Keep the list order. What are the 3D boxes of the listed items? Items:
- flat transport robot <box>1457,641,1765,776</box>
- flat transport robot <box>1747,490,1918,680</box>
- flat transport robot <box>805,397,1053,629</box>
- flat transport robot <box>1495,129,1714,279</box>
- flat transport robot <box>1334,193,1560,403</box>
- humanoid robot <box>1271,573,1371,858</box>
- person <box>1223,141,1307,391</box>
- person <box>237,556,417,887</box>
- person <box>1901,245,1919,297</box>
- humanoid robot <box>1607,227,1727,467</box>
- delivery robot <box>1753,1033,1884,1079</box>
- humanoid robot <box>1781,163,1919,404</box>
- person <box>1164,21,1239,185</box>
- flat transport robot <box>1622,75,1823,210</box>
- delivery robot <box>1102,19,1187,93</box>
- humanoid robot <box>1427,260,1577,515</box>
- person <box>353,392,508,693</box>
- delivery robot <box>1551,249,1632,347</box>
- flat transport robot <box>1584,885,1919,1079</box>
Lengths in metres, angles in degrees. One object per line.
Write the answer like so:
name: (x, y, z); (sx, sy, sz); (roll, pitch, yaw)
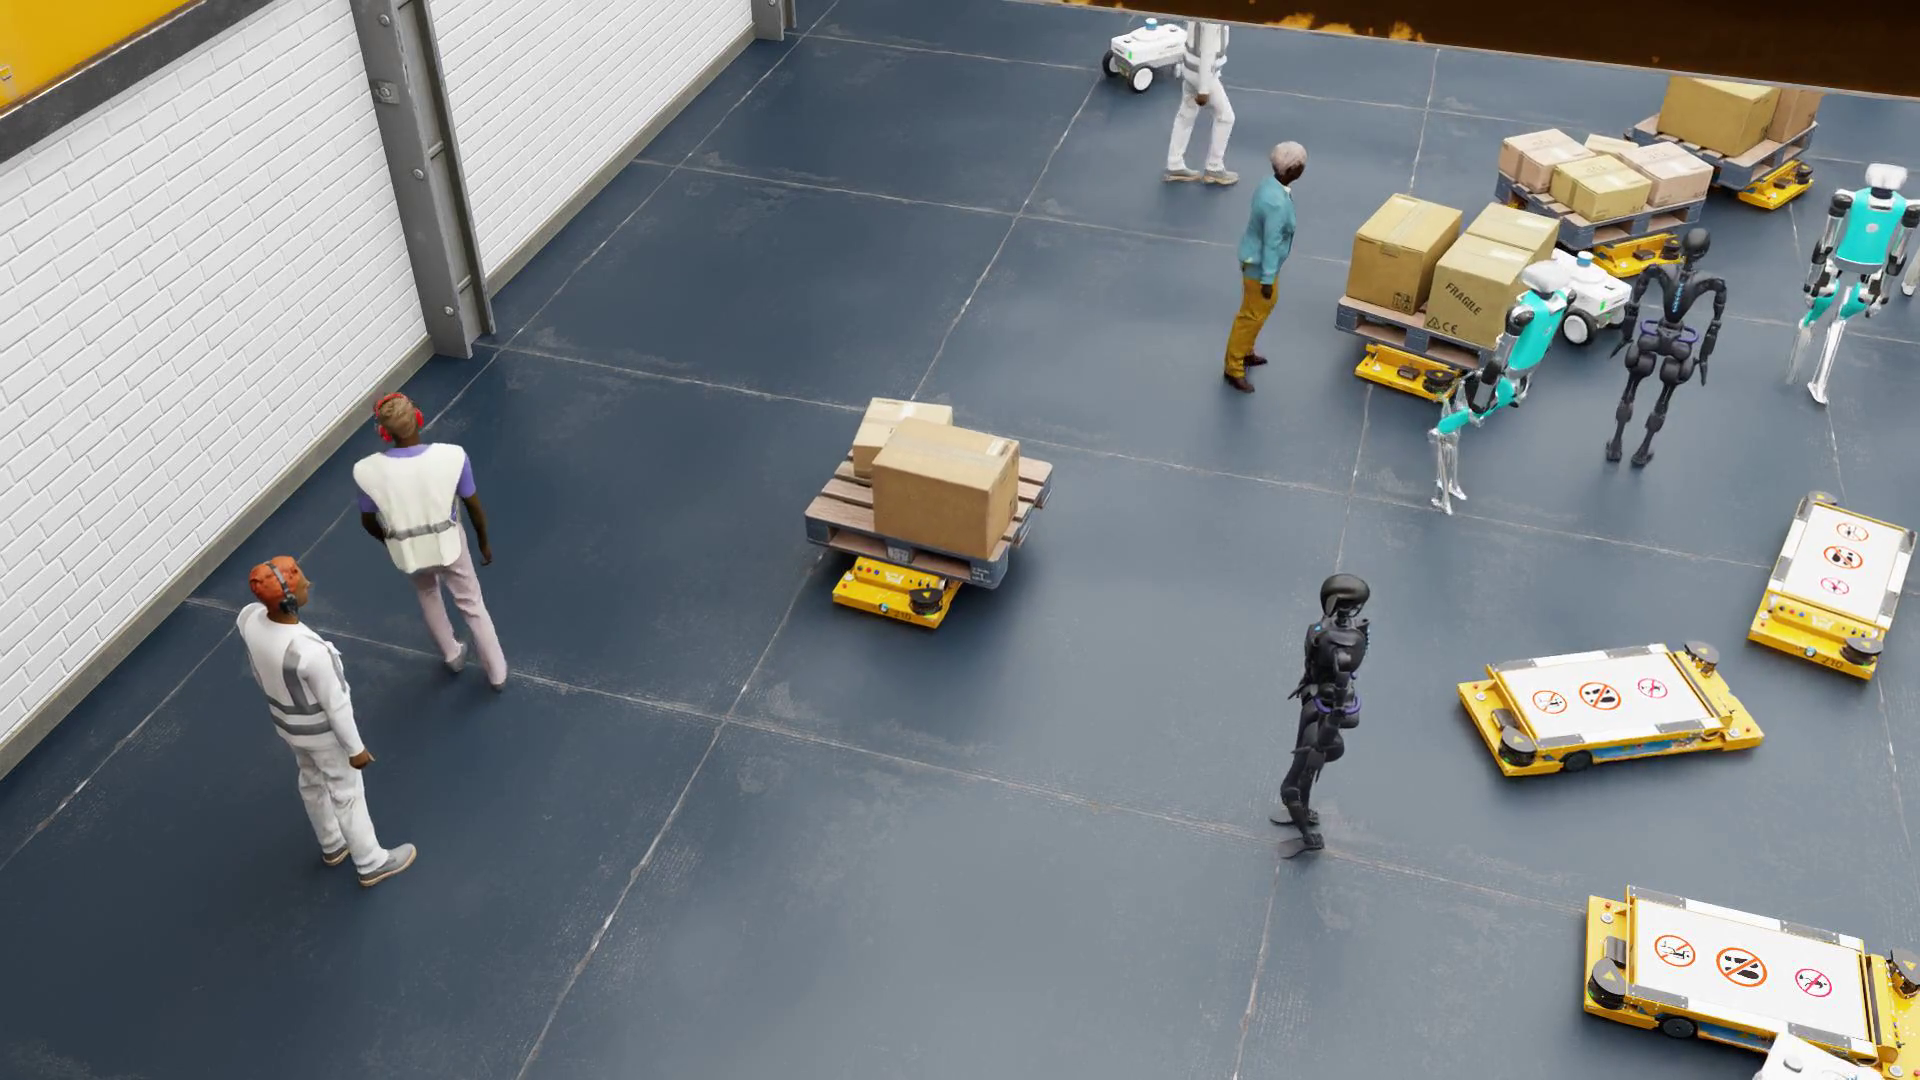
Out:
flat transport robot: (3.470, 0.897, 8.888); (1.431, 0.231, 0.659); (-6, 39, -7)
flat transport robot: (5.117, 0.232, 9.715); (0.659, 0.231, 1.431); (22, 44, 25)
flat transport robot: (-0.181, -0.040, 10.055); (0.659, 0.231, 1.431); (14, 41, 17)
flat transport robot: (4.987, -2.513, 13.130); (0.659, 0.231, 1.431); (-14, 41, -17)
flat transport robot: (3.404, -1.458, 11.818); (0.659, 0.231, 1.431); (23, 44, 26)
humanoid robot: (1.710, 0.806, 7.872); (0.316, 1.649, 0.609); (2, 39, 2)
person: (2.025, -1.834, 11.117); (0.409, 1.731, 0.563); (2, 39, 2)
person: (-2.954, 0.847, 7.665); (0.574, 1.880, 0.353); (25, 45, 28)
person: (7.247, -2.470, 11.981); (0.523, 1.639, 0.304); (22, 44, 25)
humanoid robot: (4.391, -1.194, 10.360); (0.587, 1.648, 0.328); (18, 42, 21)
delivery robot: (3.659, 2.396, 6.811); (0.797, 0.613, 0.499); (25, 45, 28)
humanoid robot: (5.840, -1.694, 11.010); (0.550, 1.878, 0.717); (14, 41, 17)
person: (2.049, -3.757, 13.402); (0.746, 1.859, 0.600); (-3, 39, -4)
flat transport robot: (6.332, -3.186, 13.967); (0.659, 0.231, 1.431); (-30, 47, -32)
delivery robot: (1.738, -4.517, 15.387); (0.743, 0.585, 0.510); (-20, 43, -23)
humanoid robot: (3.138, -0.955, 10.027); (0.548, 1.774, 0.784); (-26, 46, -29)
person: (-2.771, 0.057, 8.714); (0.594, 1.798, 0.507); (-12, 40, -14)
delivery robot: (4.452, -1.785, 11.991); (0.519, 0.587, 0.749); (-23, 44, -26)
flat transport robot: (3.583, 2.009, 7.506); (1.431, 0.231, 0.659); (11, 40, 14)
